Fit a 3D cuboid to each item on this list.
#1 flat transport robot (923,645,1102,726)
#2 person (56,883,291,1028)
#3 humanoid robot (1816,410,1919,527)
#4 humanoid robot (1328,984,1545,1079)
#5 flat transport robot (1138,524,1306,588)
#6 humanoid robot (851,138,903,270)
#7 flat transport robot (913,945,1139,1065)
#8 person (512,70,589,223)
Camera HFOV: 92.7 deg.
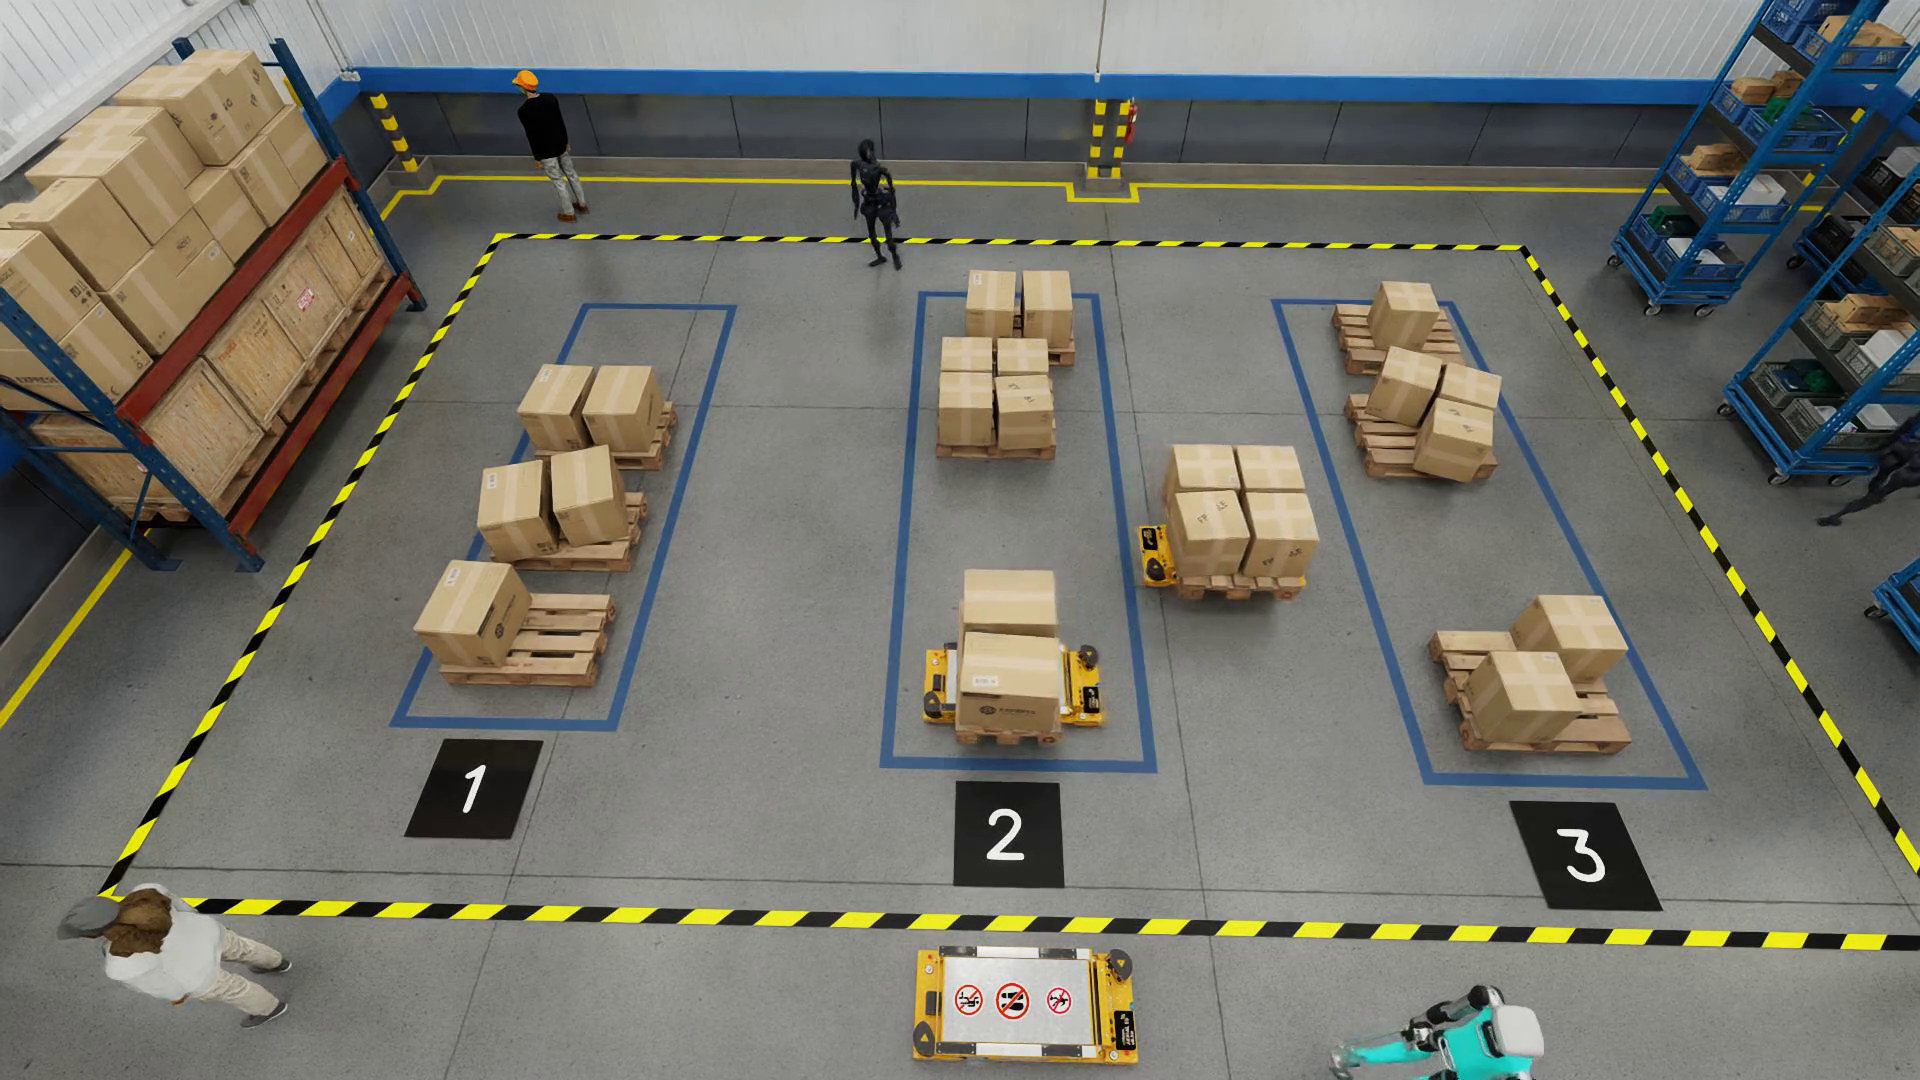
[{"bbox_3d":[0.424,1.172,7.513,1.431,0.197,0.652,1,51,1],"label":"flat transport robot"},{"bbox_3d":[-4.611,2.484,5.492,0.400,1.769,0.561,-13,52,-11],"label":"person"},{"bbox_3d":[8.561,-0.726,8.189,0.772,1.622,0.599,-7,51,-6],"label":"humanoid robot"},{"bbox_3d":[2.477,2.967,5.149,0.815,1.811,0.536,-1,51,-1],"label":"humanoid robot"},{"bbox_3d":[2.389,0.118,8.372,1.431,0.197,0.652,1,51,1],"label":"flat transport robot"},{"bbox_3d":[-0.962,-3.942,10.788,0.603,1.642,0.384,18,53,14],"label":"humanoid robot"},{"bbox_3d":[0.422,3.041,6.007,1.431,0.231,0.659,1,51,1],"label":"flat transport robot"},{"bbox_3d":[-5.095,-4.881,11.423,0.357,1.884,0.588,22,54,17],"label":"person"}]
